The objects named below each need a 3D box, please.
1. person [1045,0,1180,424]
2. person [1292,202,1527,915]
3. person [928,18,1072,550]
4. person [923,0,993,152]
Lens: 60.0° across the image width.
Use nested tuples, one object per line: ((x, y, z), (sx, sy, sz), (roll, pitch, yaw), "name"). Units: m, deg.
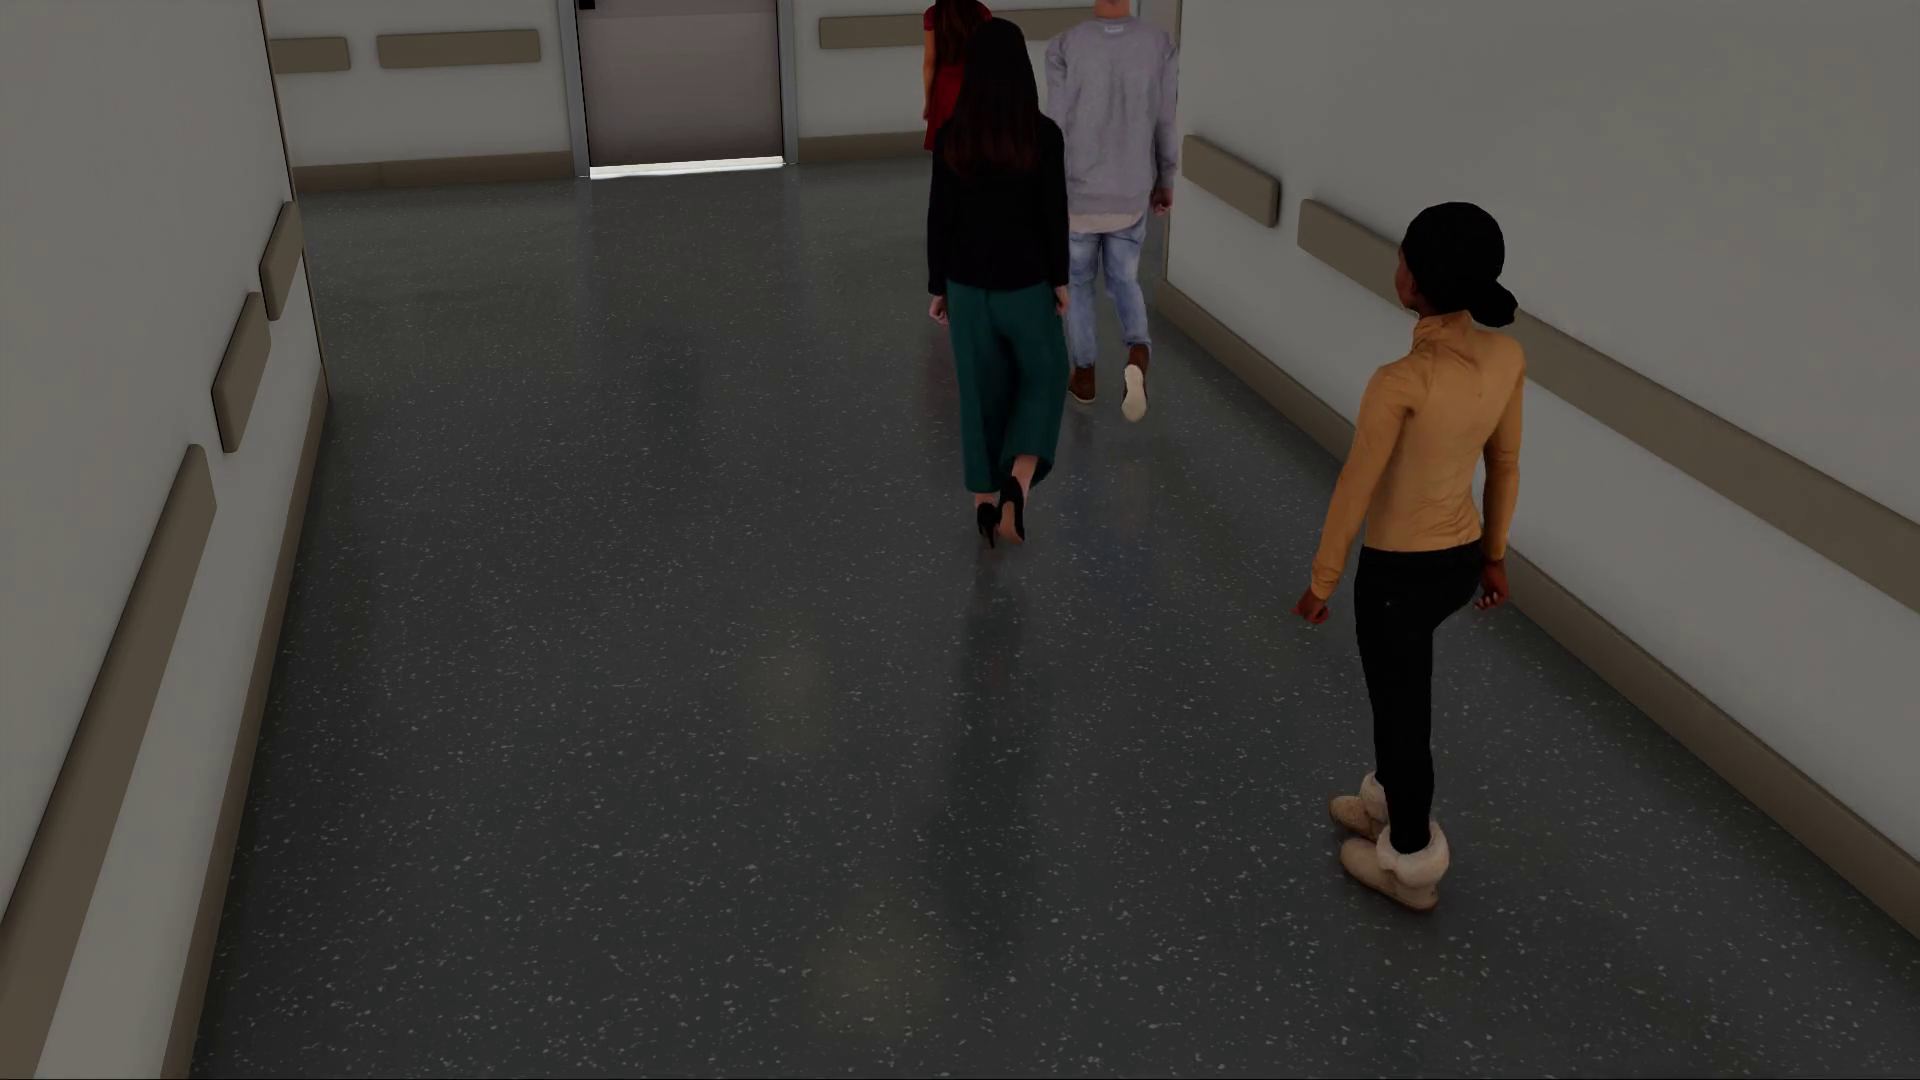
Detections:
((0.580, -1.327, 6.371), (0.966, 1.822, 0.787), (-5, 26, -9), "person")
((1.050, 0.105, 3.598), (0.688, 1.650, 0.774), (-16, 30, -29), "person")
((0.125, -0.721, 5.222), (0.861, 1.726, 0.864), (5, 26, 10), "person")
((-0.006, -2.311, 8.721), (0.595, 1.553, 0.655), (-1, 26, -2), "person")
